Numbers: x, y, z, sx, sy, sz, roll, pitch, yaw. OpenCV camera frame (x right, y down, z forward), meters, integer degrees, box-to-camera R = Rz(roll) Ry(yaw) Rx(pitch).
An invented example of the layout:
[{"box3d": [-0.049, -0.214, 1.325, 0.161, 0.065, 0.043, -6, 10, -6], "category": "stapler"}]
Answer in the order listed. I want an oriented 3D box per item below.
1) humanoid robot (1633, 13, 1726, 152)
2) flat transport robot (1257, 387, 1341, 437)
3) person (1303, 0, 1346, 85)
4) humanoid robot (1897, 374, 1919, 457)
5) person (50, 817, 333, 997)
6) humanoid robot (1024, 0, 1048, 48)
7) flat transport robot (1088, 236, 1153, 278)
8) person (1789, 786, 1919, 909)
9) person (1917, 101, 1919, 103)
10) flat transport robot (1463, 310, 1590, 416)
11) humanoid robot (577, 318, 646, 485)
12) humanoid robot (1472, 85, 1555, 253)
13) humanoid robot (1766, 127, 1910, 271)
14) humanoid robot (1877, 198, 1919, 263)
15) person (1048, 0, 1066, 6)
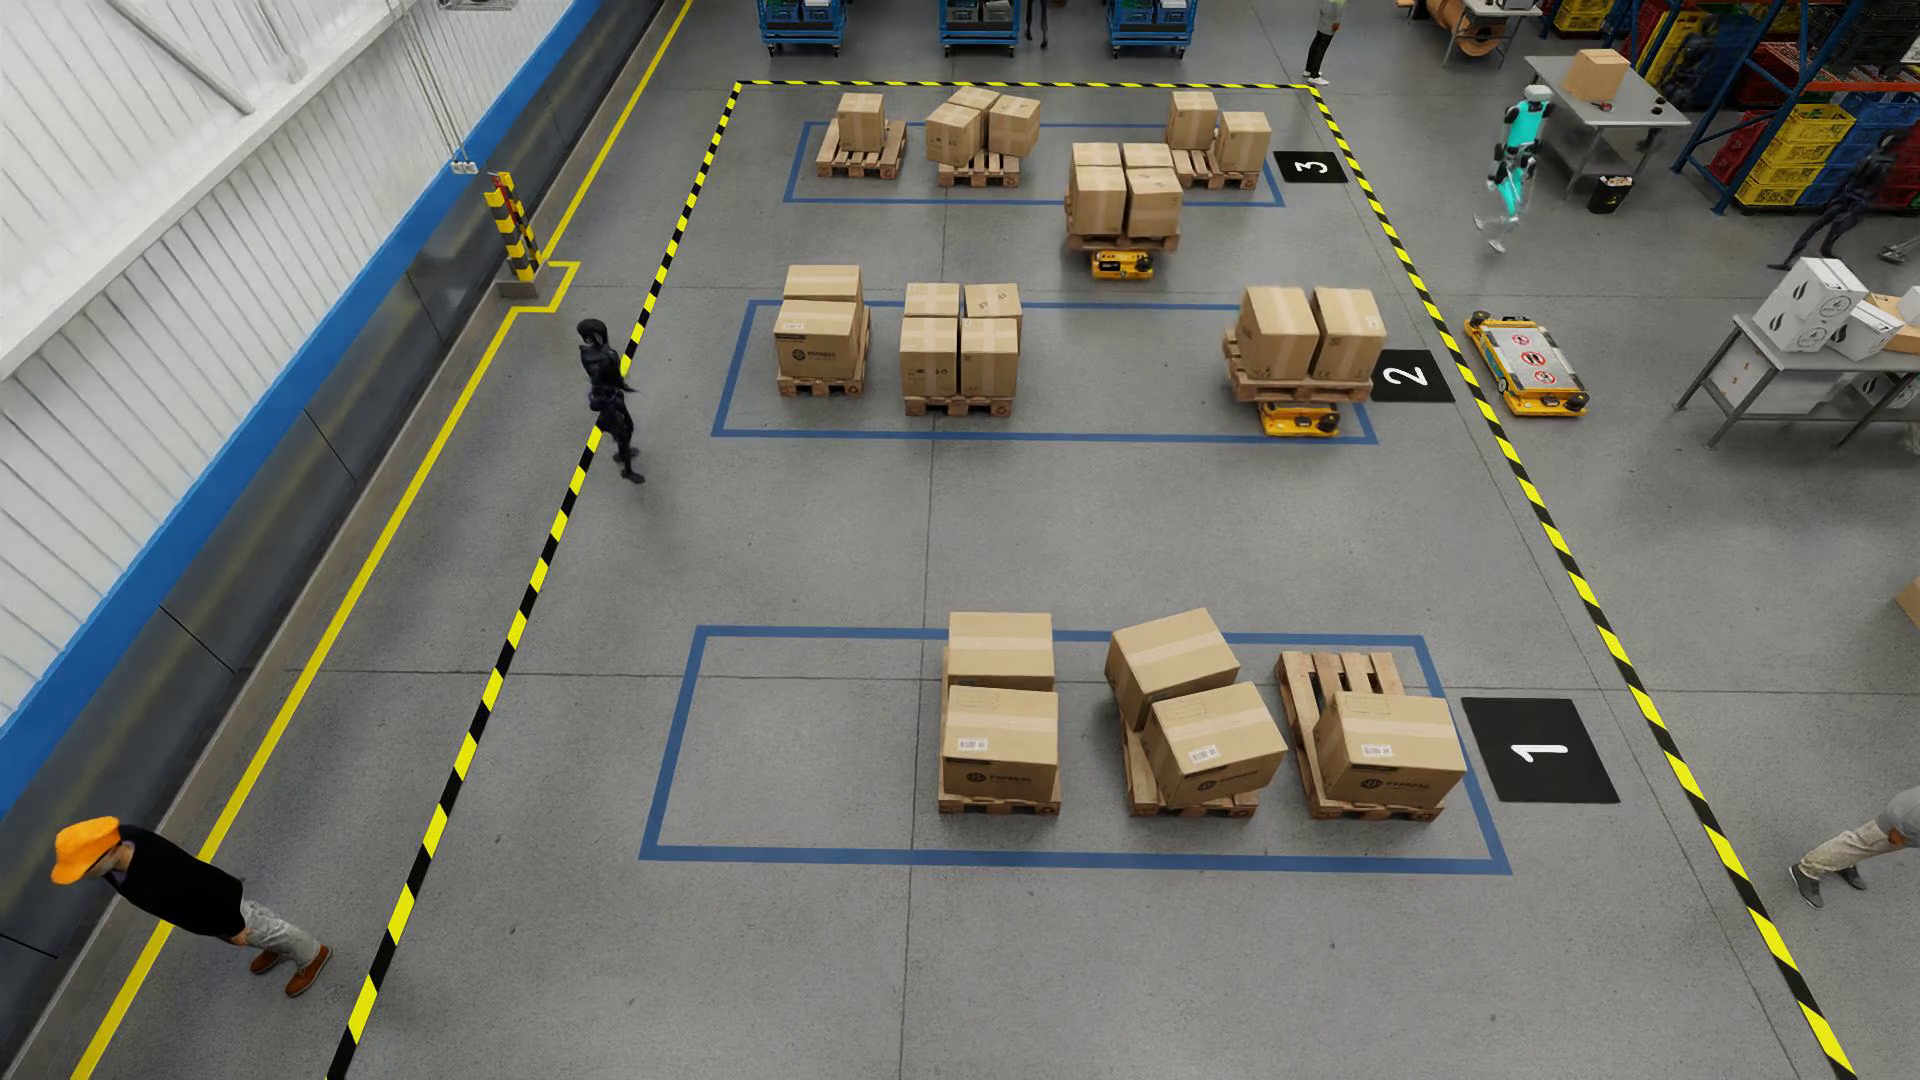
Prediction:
[{"box3d": [9.075, -5.768, 11.586, 0.452, 1.653, 0.594, -12, 50, -10], "category": "humanoid robot"}, {"box3d": [3.168, -1.548, 8.855, 0.652, 0.197, 1.431, 1, 49, 1], "category": "flat transport robot"}, {"box3d": [5.263, -7.441, 12.926, 0.371, 1.852, 0.588, 0, 49, 0], "category": "person"}, {"box3d": [8.737, -1.646, 8.030, 0.537, 1.775, 0.968, -6, 49, -5], "category": "humanoid robot"}, {"box3d": [-3.974, 1.923, 4.800, 0.589, 1.883, 0.367, 21, 52, 17], "category": "person"}, {"box3d": [1.181, -8.402, 13.891, 0.601, 1.637, 0.681, -6, 49, -5], "category": "humanoid robot"}, {"box3d": [1.811, -3.503, 10.547, 0.652, 0.197, 1.431, 1, 49, 1], "category": "flat transport robot"}, {"box3d": [5.484, 1.559, 5.190, 0.564, 1.769, 0.395, -13, 50, -11], "category": "person"}, {"box3d": [13.080, -6.254, 11.781, 0.395, 2.033, 0.604, -4, 49, -3], "category": "person"}, {"box3d": [5.573, -1.757, 9.054, 0.659, 0.231, 1.431, 1, 49, 1], "category": "flat transport robot"}, {"box3d": [-2.906, -1.148, 7.592, 0.384, 1.643, 0.600, -8, 50, -6], "category": "humanoid robot"}, {"box3d": [6.067, -3.936, 9.950, 0.546, 1.717, 0.963, -10, 50, -9], "category": "humanoid robot"}, {"box3d": [9.428, -3.517, 9.663, 0.660, 1.641, 0.611, 10, 50, 9], "category": "humanoid robot"}, {"box3d": [10.687, -3.775, 9.771, 0.530, 1.713, 0.700, -32, 56, -25], "category": "humanoid robot"}, {"box3d": [1.767, -9.762, 14.913, 0.633, 1.899, 0.676, -10, 50, -9], "category": "person"}]
